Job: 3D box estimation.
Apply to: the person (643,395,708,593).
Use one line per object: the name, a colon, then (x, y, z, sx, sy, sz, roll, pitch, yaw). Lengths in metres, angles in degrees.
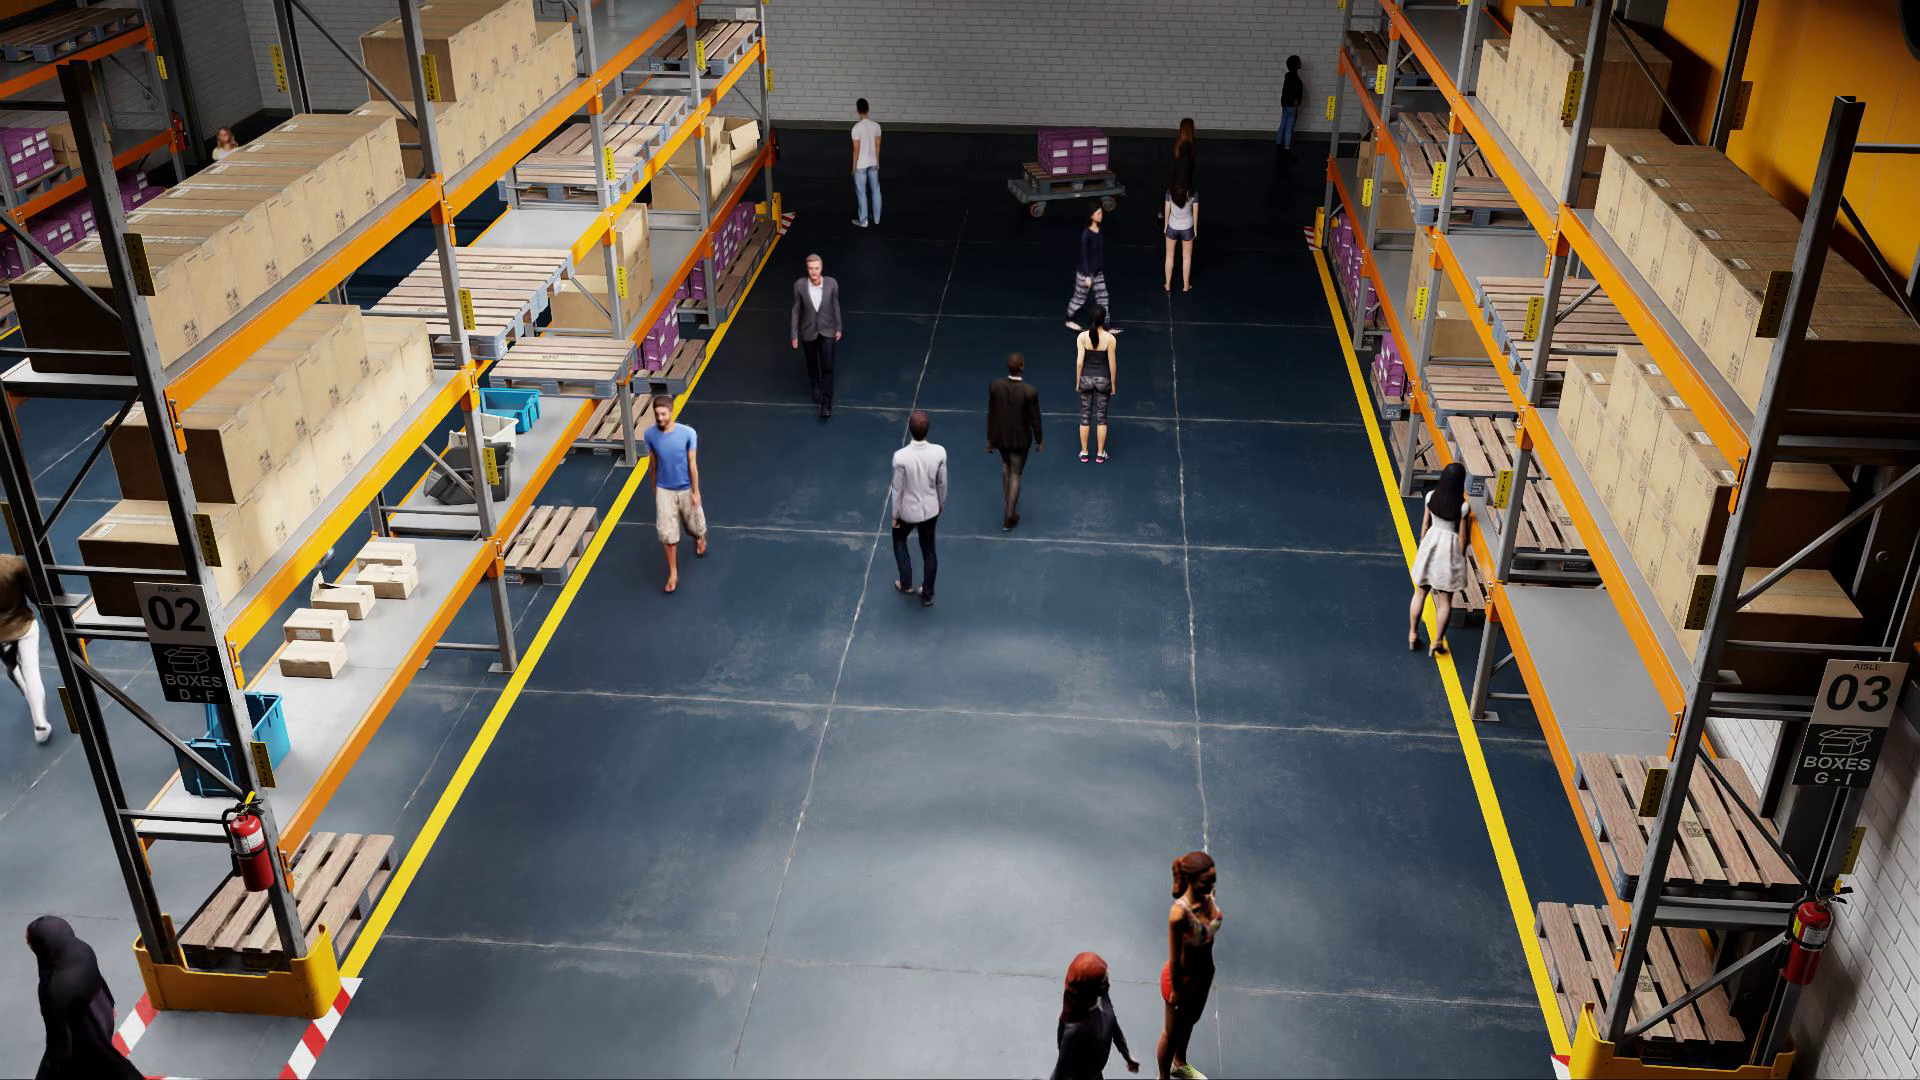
person: (-2.579, -0.495, 15.214, 0.706, 1.841, 1.053, 0, 29, 1)

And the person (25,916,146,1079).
person: (-4.911, 2.774, 9.473, 0.842, 1.600, 1.119, -4, 29, -7)

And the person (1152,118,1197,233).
person: (3.141, -5.226, 24.039, 0.719, 1.695, 0.863, 0, 29, -1)

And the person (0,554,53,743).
person: (-7.394, 0.764, 12.965, 1.075, 1.784, 1.277, -11, 31, -19)

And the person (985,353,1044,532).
person: (0.478, -0.923, 16.060, 0.838, 1.782, 0.965, 11, 31, 20)

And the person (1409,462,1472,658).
person: (4.071, 0.158, 14.092, 0.782, 1.769, 0.814, 21, 35, 33)

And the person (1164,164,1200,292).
person: (2.914, -4.146, 22.048, 0.619, 1.705, 0.551, 6, 29, 11)

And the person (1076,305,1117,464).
person: (1.412, -1.635, 17.422, 0.586, 1.729, 0.554, 5, 29, 9)

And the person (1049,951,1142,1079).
person: (0.581, 2.906, 9.099, 0.848, 1.726, 1.175, 10, 30, 17)

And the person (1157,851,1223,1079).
person: (1.331, 2.536, 9.711, 0.741, 1.791, 0.657, 22, 35, 34)

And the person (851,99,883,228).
person: (-1.379, -5.548, 24.455, 0.750, 1.862, 0.803, -21, 35, -33)

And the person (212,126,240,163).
person: (-10.321, -5.063, 23.723, 0.708, 1.711, 0.853, -2, 29, -3)

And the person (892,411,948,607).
person: (-0.343, -0.227, 14.737, 0.832, 1.827, 0.853, -11, 30, -19)

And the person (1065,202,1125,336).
person: (1.538, -3.338, 20.590, 1.049, 1.683, 1.112, 20, 34, 32)

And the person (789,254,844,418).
person: (-1.605, -2.341, 18.651, 0.905, 1.790, 1.271, -2, 29, -4)

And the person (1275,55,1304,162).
person: (5.476, -7.186, 27.626, 0.710, 1.701, 0.596, -9, 30, -16)
